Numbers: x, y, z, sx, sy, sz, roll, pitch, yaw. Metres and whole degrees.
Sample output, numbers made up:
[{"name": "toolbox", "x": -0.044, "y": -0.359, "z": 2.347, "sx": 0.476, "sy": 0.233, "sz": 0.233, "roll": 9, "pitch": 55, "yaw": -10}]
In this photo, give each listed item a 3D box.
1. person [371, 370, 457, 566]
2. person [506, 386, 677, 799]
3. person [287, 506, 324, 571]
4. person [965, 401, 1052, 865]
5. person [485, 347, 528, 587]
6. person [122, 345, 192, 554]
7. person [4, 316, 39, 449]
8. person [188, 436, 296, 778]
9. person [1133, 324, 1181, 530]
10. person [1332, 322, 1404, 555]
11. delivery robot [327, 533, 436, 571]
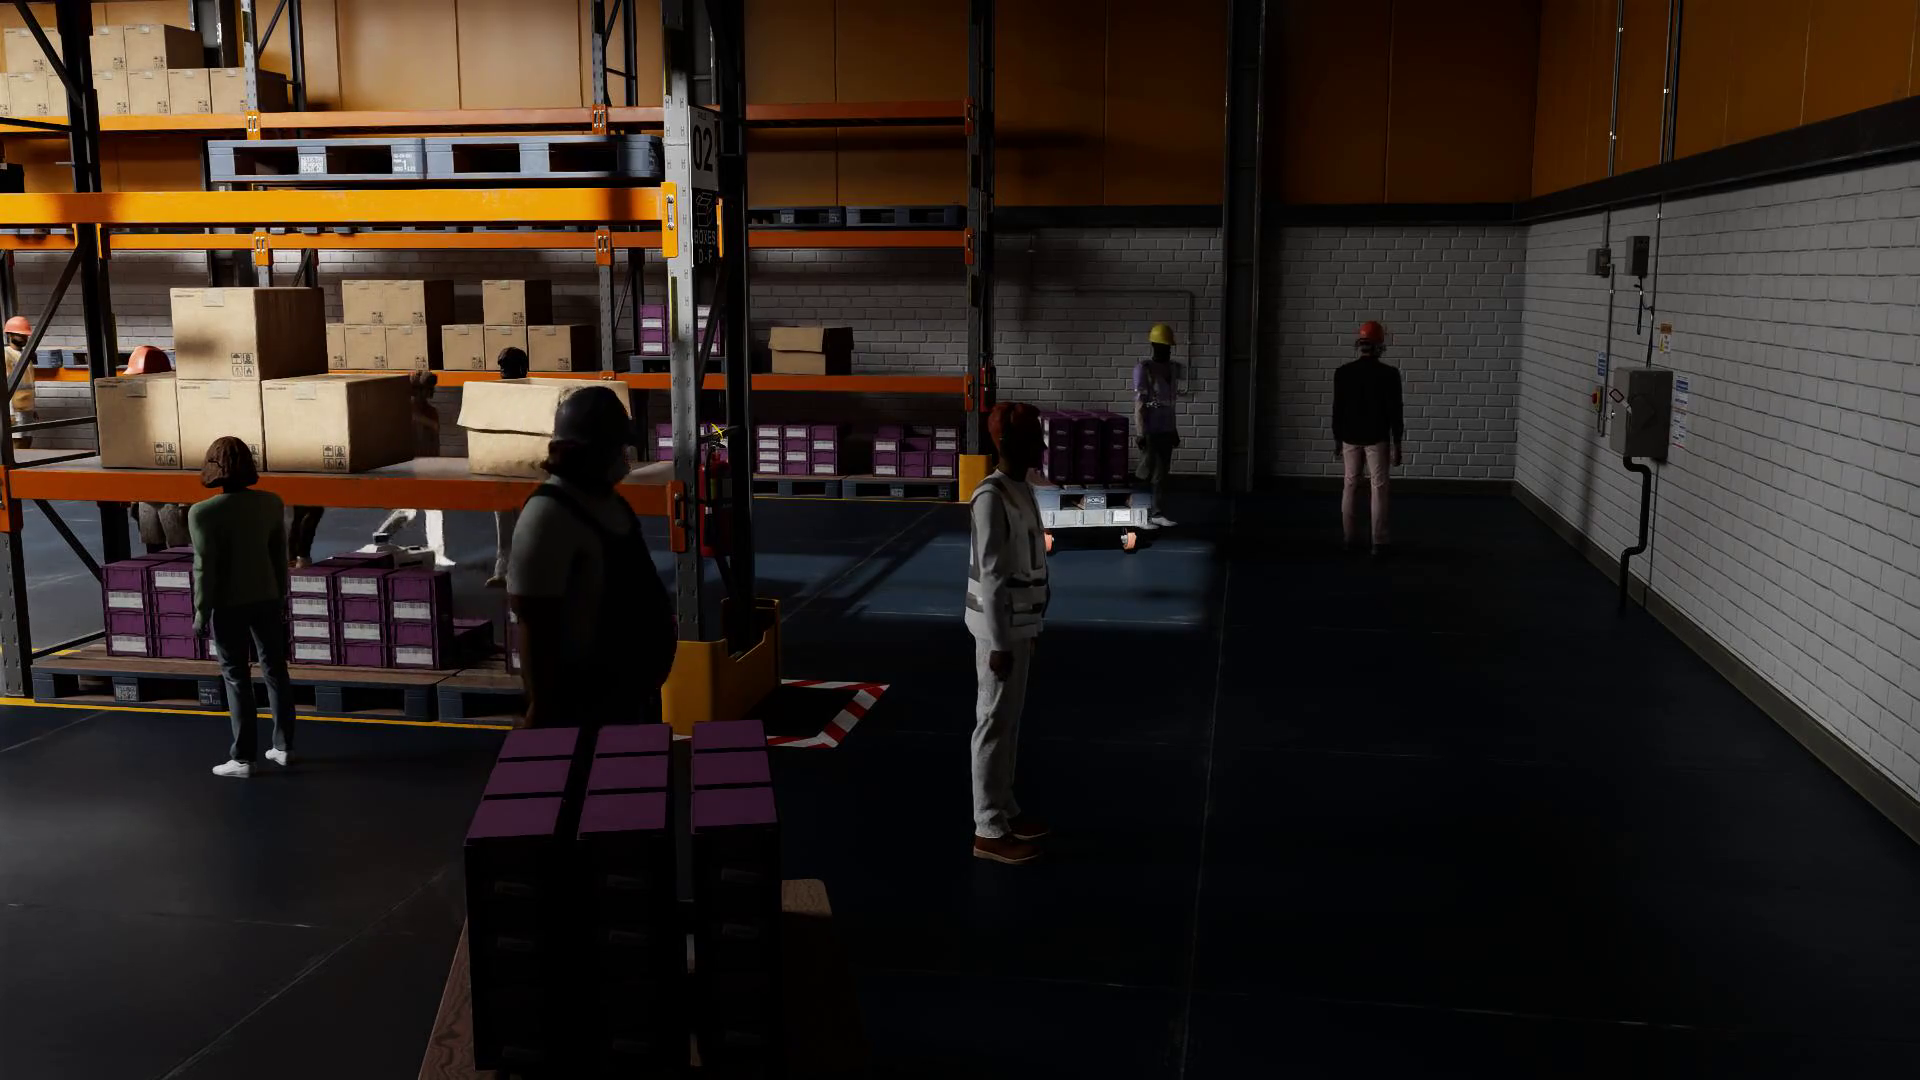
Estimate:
[{"name": "person", "x": -4.489, "y": -0.587, "z": 13.641, "sx": 0.647, "sy": 1.613, "sz": 0.522, "roll": 3, "pitch": 10, "yaw": 19}, {"name": "person", "x": -1.262, "y": 0.454, "z": 5.866, "sx": 0.542, "sy": 2.000, "sz": 0.689, "roll": 1, "pitch": 9, "yaw": 3}, {"name": "person", "x": -4.927, "y": -0.617, "z": 12.562, "sx": 0.627, "sy": 2.021, "sz": 0.634, "roll": 2, "pitch": 9, "yaw": 12}, {"name": "person", "x": 0.206, "y": 0.372, "z": 6.864, "sx": 0.355, "sy": 1.883, "sz": 0.572, "roll": 2, "pitch": 9, "yaw": 13}, {"name": "person", "x": -3.379, "y": -0.544, "z": 12.678, "sx": 0.623, "sy": 1.844, "sz": 0.429, "roll": 2, "pitch": 9, "yaw": 13}, {"name": "person", "x": -5.199, "y": -0.292, "z": 10.813, "sx": 0.542, "sy": 1.939, "sz": 0.359, "roll": 4, "pitch": 10, "yaw": 24}, {"name": "person", "x": -10.065, "y": -1.425, "z": 17.854, "sx": 0.374, "sy": 1.934, "sz": 0.549, "roll": 0, "pitch": 9, "yaw": -2}, {"name": "person", "x": -3.436, "y": 0.320, "z": 7.958, "sx": 0.284, "sy": 1.633, "sz": 0.501, "roll": 6, "pitch": 11, "yaw": 32}, {"name": "person", "x": 1.877, "y": -1.054, "z": 15.614, "sx": 0.385, "sy": 1.922, "sz": 0.627, "roll": 9, "pitch": 13, "yaw": 43}, {"name": "person", "x": 3.509, "y": -0.862, "z": 14.252, "sx": 0.670, "sy": 1.985, "sz": 0.384, "roll": 7, "pitch": 12, "yaw": 38}, {"name": "delivery robot", "x": -4.089, "y": 0.195, "z": 11.781, "sx": 0.477, "sy": 0.478, "sz": 0.707, "roll": 8, "pitch": 12, "yaw": 41}]
